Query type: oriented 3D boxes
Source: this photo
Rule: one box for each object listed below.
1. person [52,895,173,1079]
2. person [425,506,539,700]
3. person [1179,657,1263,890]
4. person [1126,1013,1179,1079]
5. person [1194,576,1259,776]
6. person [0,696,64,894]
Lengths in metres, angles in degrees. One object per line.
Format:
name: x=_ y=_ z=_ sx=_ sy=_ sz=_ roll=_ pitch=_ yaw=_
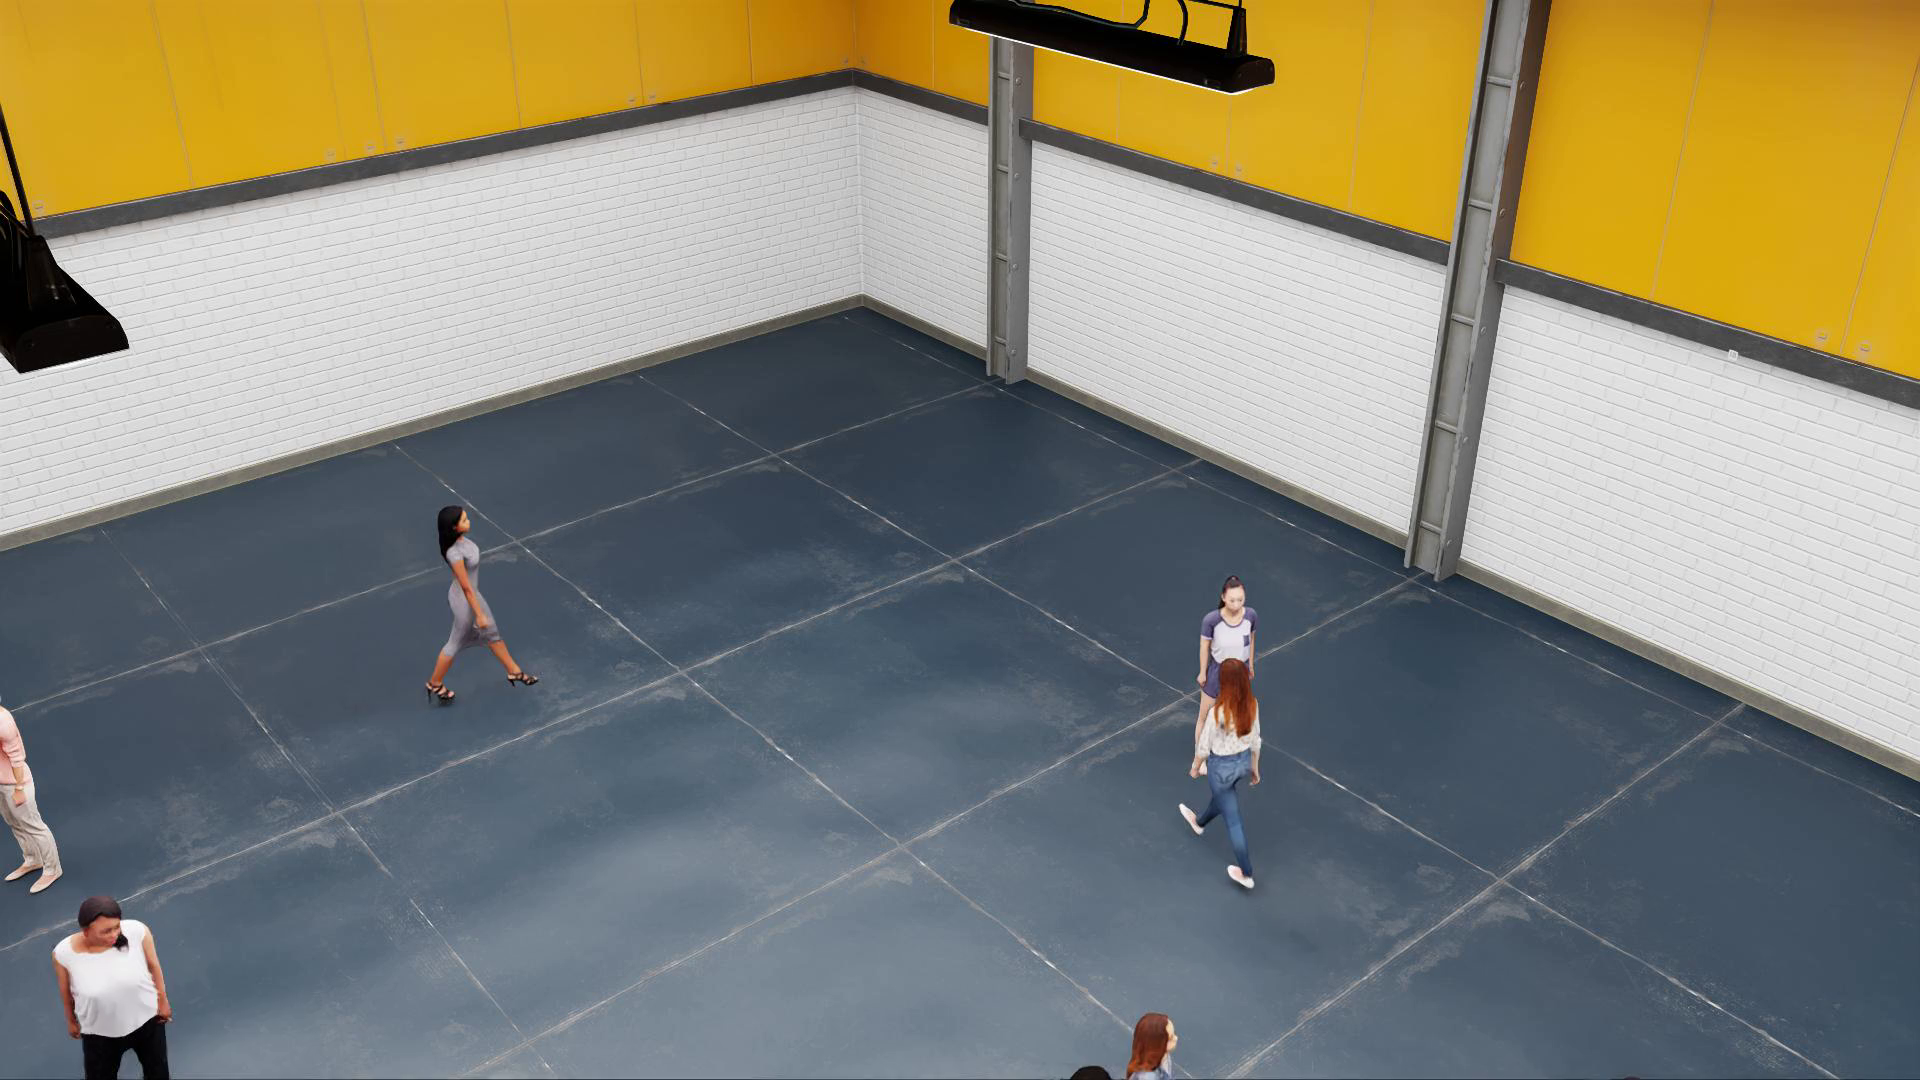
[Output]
person: x=-4.775 y=2.680 z=9.415 sx=0.848 sy=1.661 sz=0.750 roll=-8 pitch=30 yaw=-15
person: x=-4.023 y=0.561 z=13.229 sx=1.003 sy=1.730 sz=1.136 roll=-7 pitch=29 yaw=-12
person: x=1.884 y=1.627 z=11.337 sx=0.686 sy=1.670 sz=1.150 roll=-17 pitch=33 yaw=-28
person: x=0.923 y=3.104 z=8.859 sx=1.072 sy=1.450 sz=0.876 roll=9 pitch=30 yaw=17
person: x=1.991 y=1.012 z=12.487 sx=0.665 sy=1.649 sz=0.653 roll=-7 pitch=29 yaw=-13
person: x=-6.473 y=1.614 z=11.303 sx=0.582 sy=1.725 sz=0.728 roll=15 pitch=32 yaw=26
